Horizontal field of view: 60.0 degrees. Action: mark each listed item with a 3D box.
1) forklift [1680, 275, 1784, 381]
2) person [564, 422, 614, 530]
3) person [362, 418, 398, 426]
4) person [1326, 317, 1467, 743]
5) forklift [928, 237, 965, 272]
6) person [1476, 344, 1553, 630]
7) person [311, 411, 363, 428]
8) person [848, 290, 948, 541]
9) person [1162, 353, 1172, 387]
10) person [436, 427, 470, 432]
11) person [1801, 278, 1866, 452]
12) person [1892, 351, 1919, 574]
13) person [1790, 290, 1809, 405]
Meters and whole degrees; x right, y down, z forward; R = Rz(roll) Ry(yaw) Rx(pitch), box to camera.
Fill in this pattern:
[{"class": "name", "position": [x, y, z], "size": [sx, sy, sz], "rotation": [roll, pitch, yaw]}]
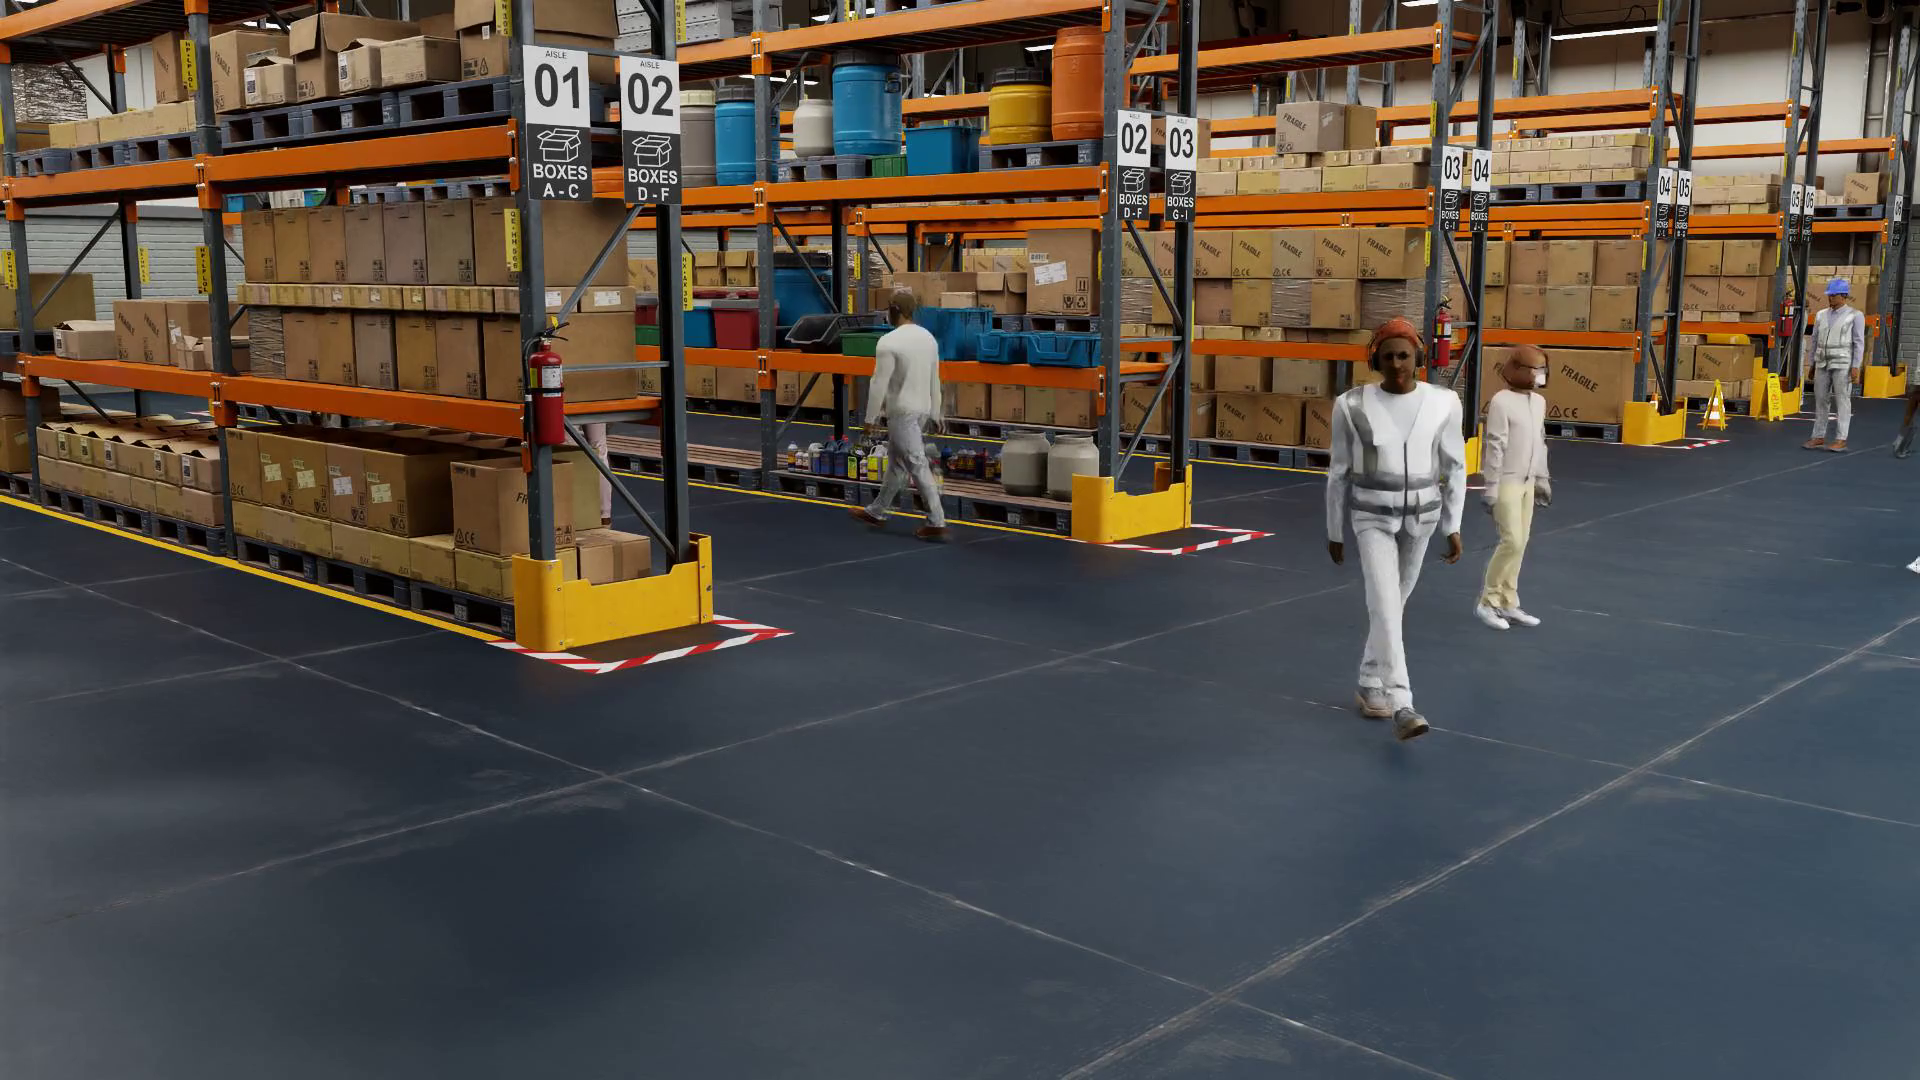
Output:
[{"class": "forklift", "position": [12.480, -3.427, 27.053], "size": [1.214, 2.155, 2.313], "rotation": [9, 13, 43]}, {"class": "person", "position": [-2.980, -1.053, 12.976], "size": [0.611, 1.996, 0.379], "rotation": [-5, 10, -26]}, {"class": "person", "position": [-5.236, -1.382, 15.104], "size": [0.482, 1.964, 0.619], "rotation": [6, 11, 33]}, {"class": "person", "position": [1.925, -0.049, 7.300], "size": [0.565, 1.828, 0.987], "rotation": [0, 9, -3]}, {"class": "forklift", "position": [-0.326, -5.817, 39.609], "size": [1.129, 2.768, 1.873], "rotation": [9, 13, 43]}, {"class": "person", "position": [3.190, -0.300, 9.521], "size": [0.584, 1.622, 0.319], "rotation": [-8, 12, -40]}, {"class": "person", "position": [-5.546, -1.290, 14.926], "size": [0.600, 1.829, 0.404], "rotation": [-9, 13, -44]}, {"class": "person", "position": [-0.469, -0.955, 12.717], "size": [1.007, 1.882, 0.653], "rotation": [6, 11, 34]}, {"class": "person", "position": [2.692, -2.486, 21.752], "size": [0.615, 2.013, 0.899], "rotation": [-6, 11, -34]}, {"class": "person", "position": [-4.918, -1.544, 16.106], "size": [0.420, 1.952, 0.640], "rotation": [6, 11, 33]}, {"class": "person", "position": [9.881, -1.981, 18.812], "size": [0.404, 1.945, 0.615], "rotation": [-5, 10, -27]}, {"class": "person", "position": [6.597, -0.693, 11.238], "size": [0.820, 1.838, 0.493], "rotation": [-3, 10, -19]}, {"class": "person", "position": [12.644, -2.915, 25.167], "size": [0.320, 1.742, 0.492], "rotation": [4, 10, 24]}]
